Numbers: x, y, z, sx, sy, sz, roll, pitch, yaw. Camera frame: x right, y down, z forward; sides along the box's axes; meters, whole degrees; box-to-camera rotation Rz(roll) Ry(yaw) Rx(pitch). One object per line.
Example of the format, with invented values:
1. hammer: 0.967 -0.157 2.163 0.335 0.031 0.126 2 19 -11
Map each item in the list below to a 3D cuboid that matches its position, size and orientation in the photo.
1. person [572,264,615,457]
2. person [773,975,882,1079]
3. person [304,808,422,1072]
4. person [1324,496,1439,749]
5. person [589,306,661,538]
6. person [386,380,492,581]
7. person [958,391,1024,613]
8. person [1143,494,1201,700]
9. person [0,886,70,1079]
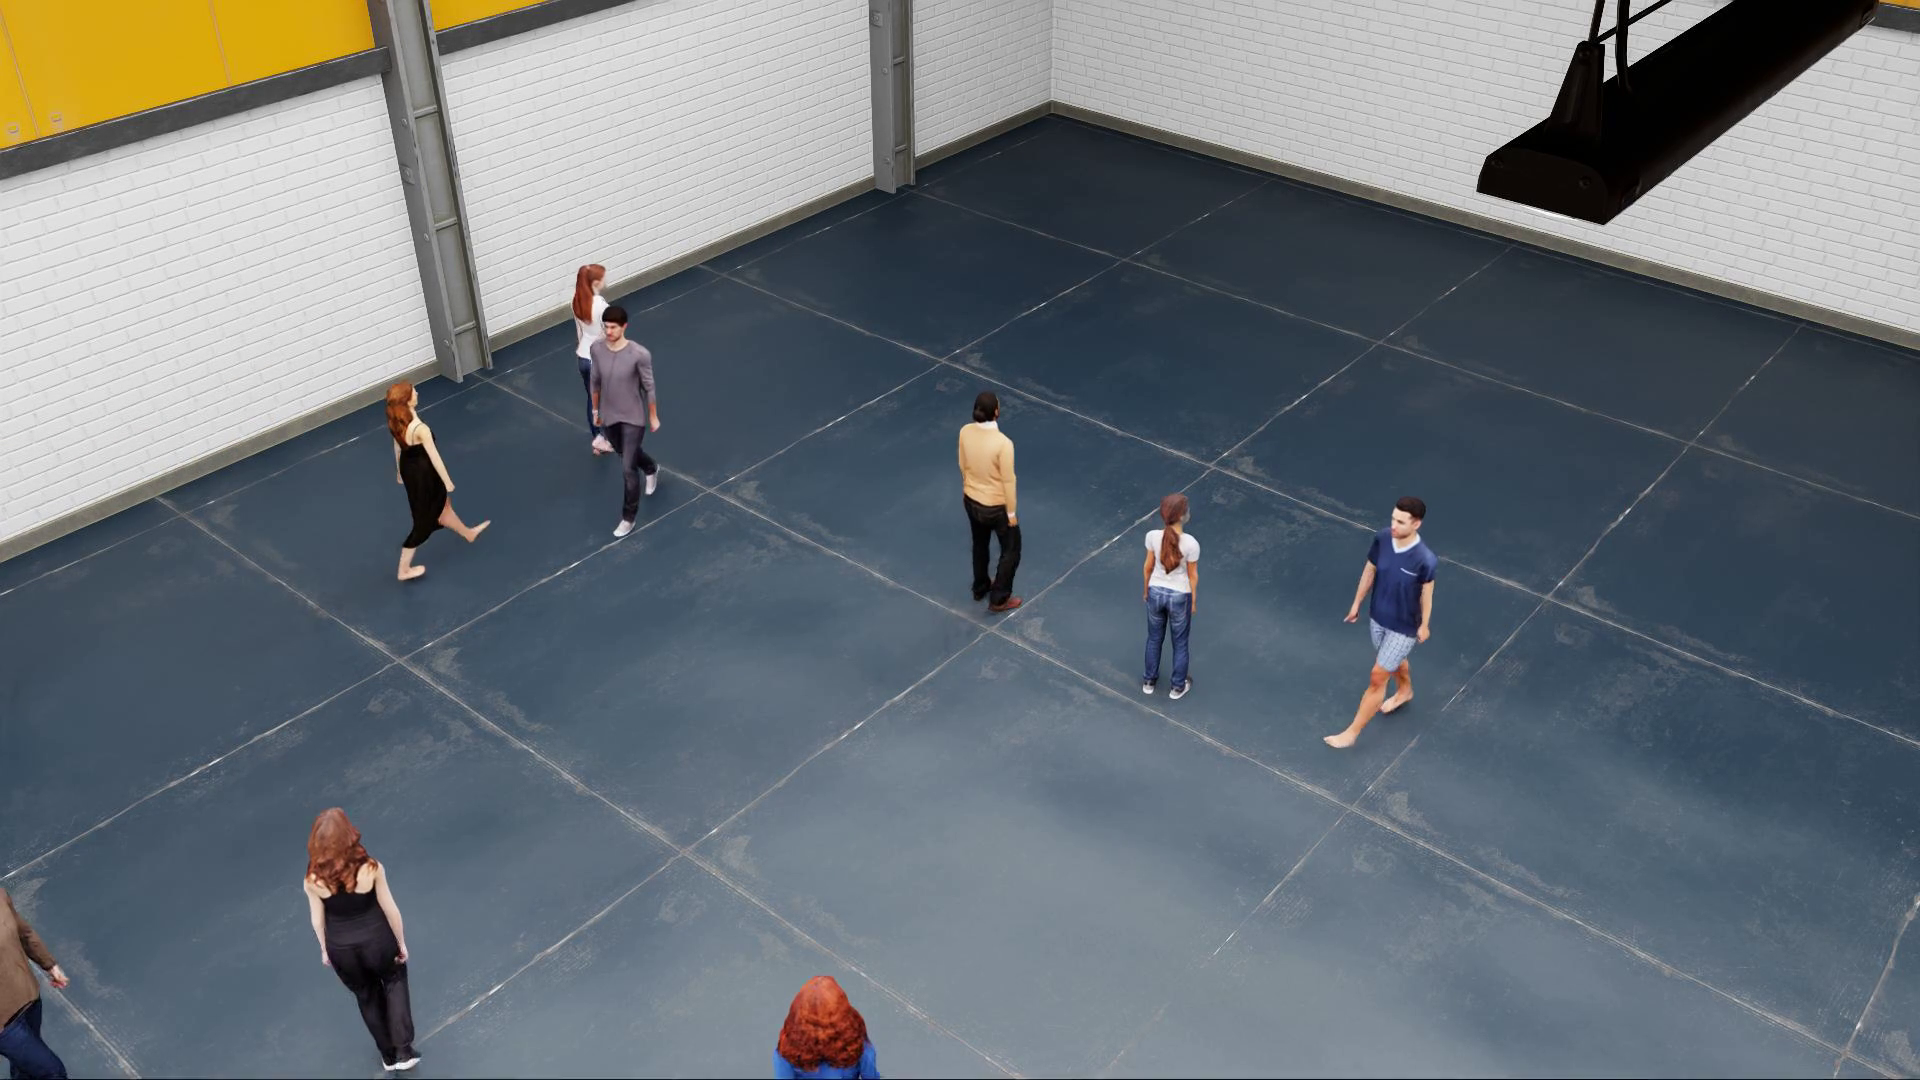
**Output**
1. person: -3.049 -1.429 13.747 0.679 1.725 0.730 11 35 17
2. person: -0.595 2.734 7.432 0.993 1.783 1.185 5 34 7
3. person: -3.027 2.112 8.408 0.782 1.737 0.814 -12 35 -17
4. person: 2.876 0.481 10.810 1.225 1.795 0.858 -20 38 -27
5. person: -2.593 -1.009 13.026 0.940 1.824 1.232 12 35 17
6. person: -4.076 -0.407 12.341 0.619 1.579 1.085 27 42 35
7. person: 0.176 -0.248 11.950 0.696 1.748 0.627 26 42 34
8. person: 1.410 0.374 11.181 0.597 1.563 0.600 14 36 20
9. person: -4.721 2.252 8.079 0.958 1.869 0.904 -1 34 -1
